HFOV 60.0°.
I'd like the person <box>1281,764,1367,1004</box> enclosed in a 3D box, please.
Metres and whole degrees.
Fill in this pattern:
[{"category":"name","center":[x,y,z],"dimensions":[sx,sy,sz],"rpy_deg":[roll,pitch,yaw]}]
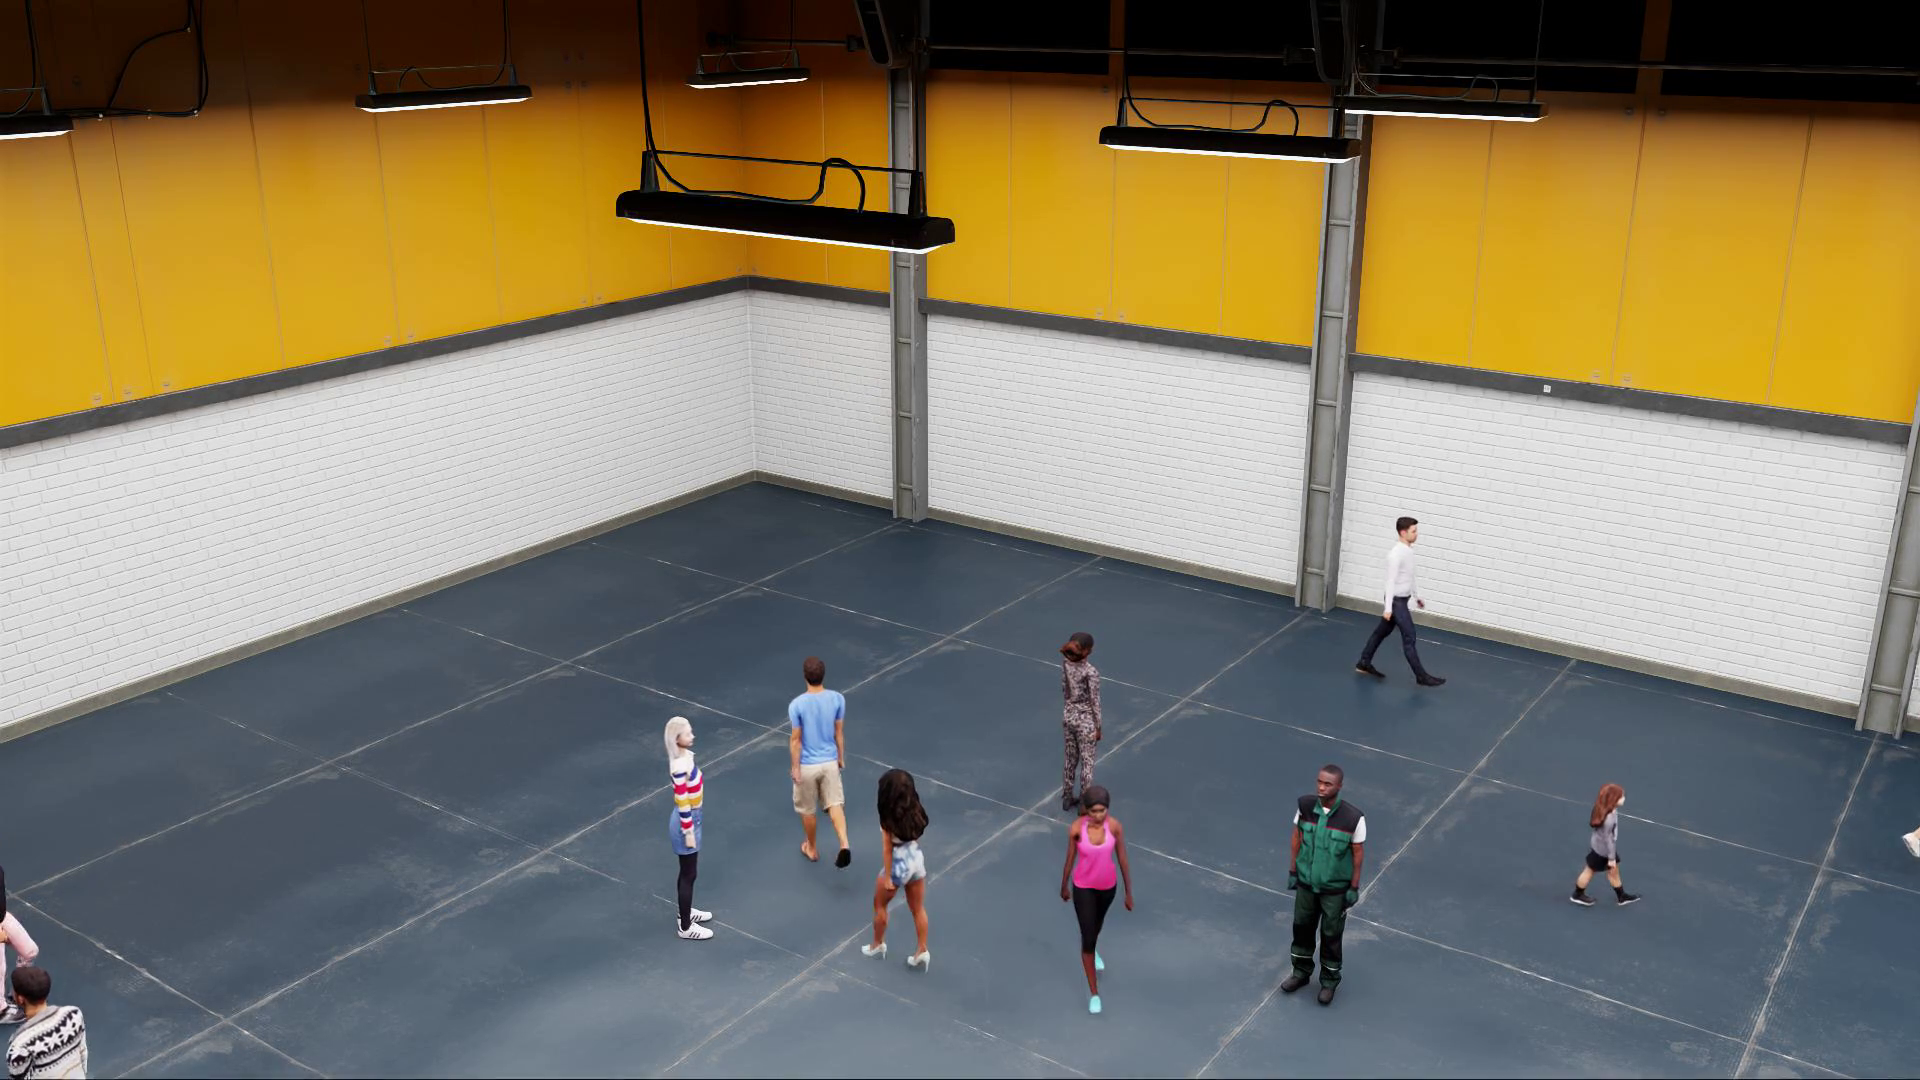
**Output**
[{"category":"person","center":[2.615,2.449,11.966],"dimensions":[0.524,1.839,0.743],"rpy_deg":[12,22,31]}]

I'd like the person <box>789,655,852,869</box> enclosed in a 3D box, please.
[{"category":"person","center":[-1.142,1.870,13.675],"dimensions":[0.938,1.845,1.083],"rpy_deg":[-8,20,-22]}]

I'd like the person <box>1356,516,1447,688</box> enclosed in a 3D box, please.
[{"category":"person","center":[4.488,0.627,17.388],"dimensions":[1.209,1.830,0.694],"rpy_deg":[11,21,29]}]

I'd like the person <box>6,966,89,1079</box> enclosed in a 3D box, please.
[{"category":"person","center":[-5.072,3.289,9.475],"dimensions":[0.805,1.835,0.805],"rpy_deg":[5,19,16]}]

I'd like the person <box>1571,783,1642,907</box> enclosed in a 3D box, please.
[{"category":"person","center":[5.060,2.422,13.227],"dimensions":[0.779,1.085,0.582],"rpy_deg":[8,20,21]}]

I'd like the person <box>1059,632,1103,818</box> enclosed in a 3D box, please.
[{"category":"person","center":[1.060,1.607,14.664],"dimensions":[0.698,1.713,0.586],"rpy_deg":[-15,24,-37]}]

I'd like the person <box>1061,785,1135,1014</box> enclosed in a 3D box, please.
[{"category":"person","center":[0.967,2.497,12.089],"dimensions":[1.142,1.669,1.176],"rpy_deg":[-3,19,-9]}]

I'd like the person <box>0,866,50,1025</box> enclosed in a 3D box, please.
[{"category":"person","center":[-6.853,2.702,11.663],"dimensions":[0.726,1.552,0.667],"rpy_deg":[-3,19,-9]}]

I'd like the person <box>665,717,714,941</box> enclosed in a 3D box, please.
[{"category":"person","center":[-2.109,2.190,12.781],"dimensions":[0.758,1.808,0.715],"rpy_deg":[-2,19,-7]}]

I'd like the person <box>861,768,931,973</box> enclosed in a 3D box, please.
[{"category":"person","center":[-0.367,2.470,12.272],"dimensions":[0.769,1.604,0.575],"rpy_deg":[13,23,34]}]
